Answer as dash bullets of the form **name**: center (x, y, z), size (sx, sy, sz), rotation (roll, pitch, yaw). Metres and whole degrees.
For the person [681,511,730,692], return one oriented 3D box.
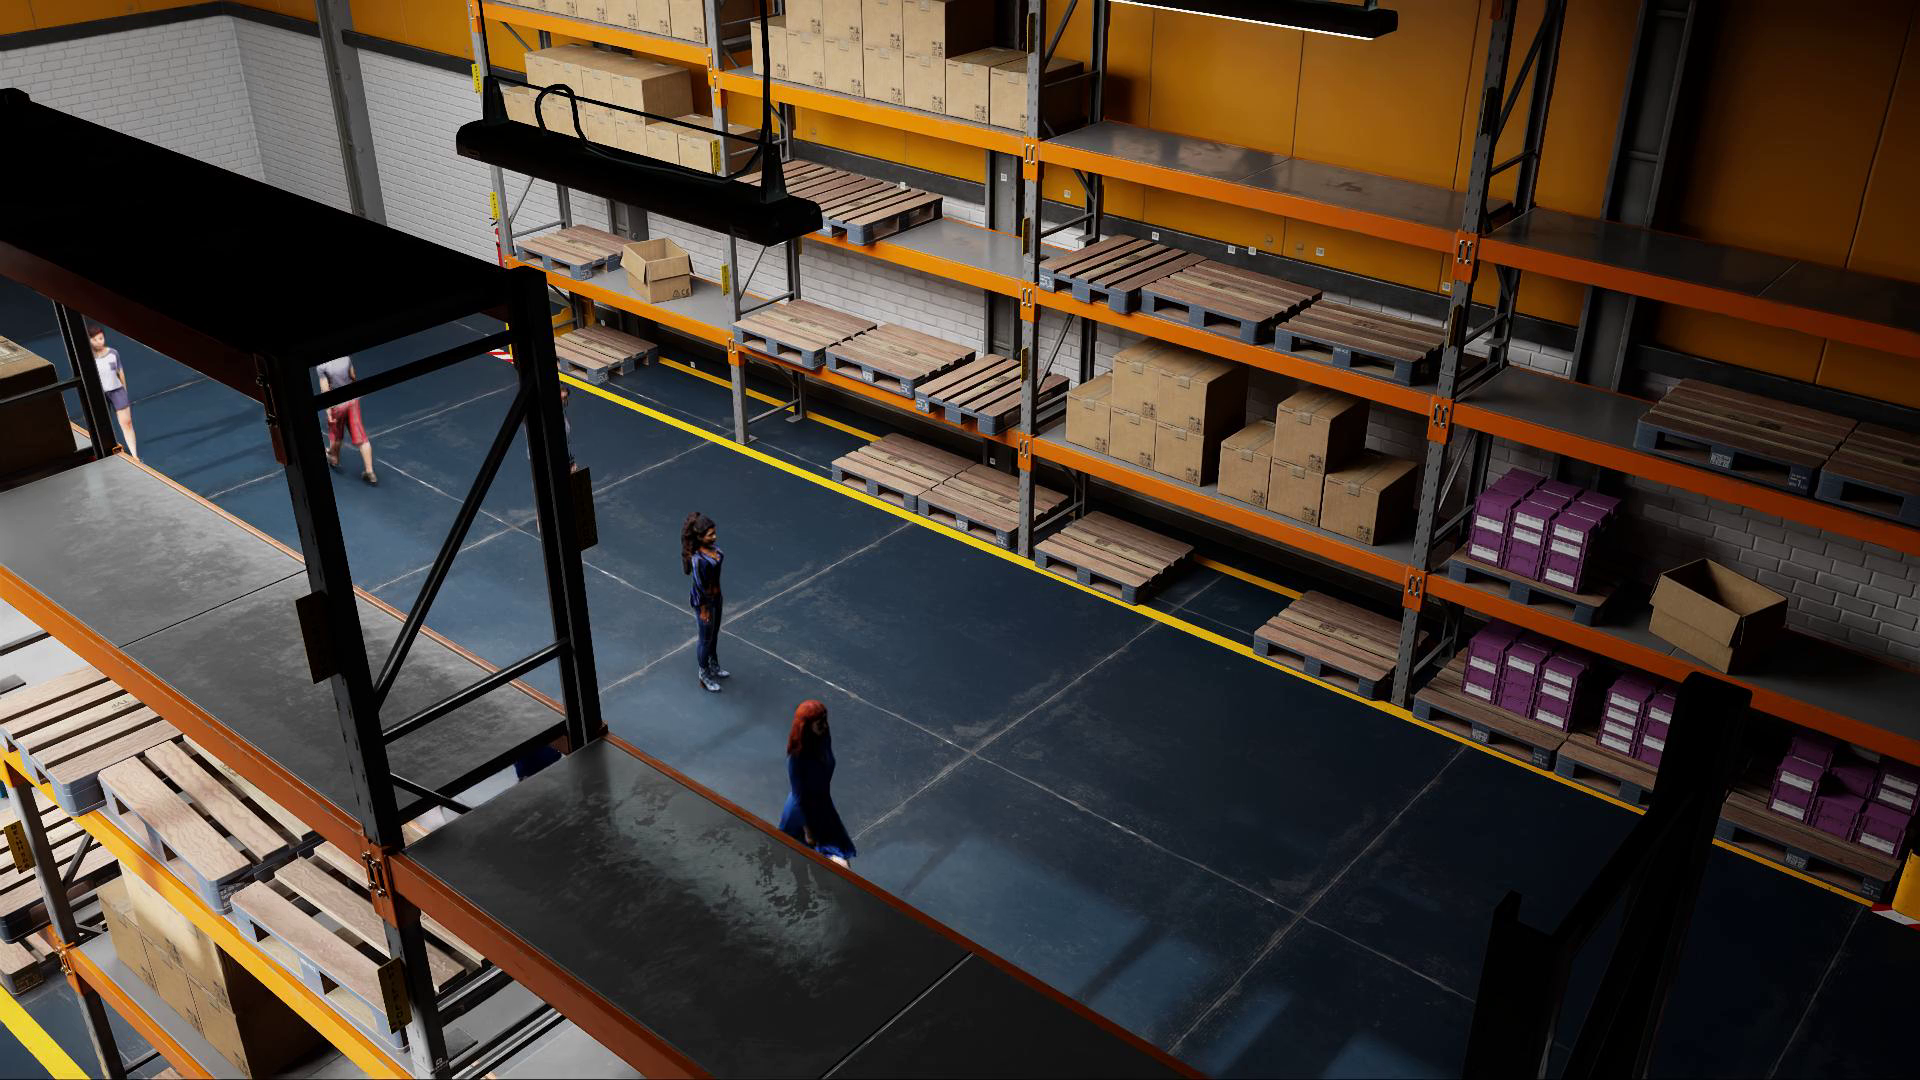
- **person**: center (-2.111, 0.503, 13.925), size (0.703, 1.618, 0.702), rotation (6, 29, 11)

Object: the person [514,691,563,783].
- **person**: center (-2.928, 1.803, 11.332), size (1.256, 1.820, 0.751), rotation (15, 32, 25)

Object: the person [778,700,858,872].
- **person**: center (-1.085, 1.860, 11.272), size (1.139, 1.777, 0.629), rotation (20, 34, 32)

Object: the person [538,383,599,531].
- **person**: center (-4.007, -0.787, 16.251), size (0.963, 1.657, 0.868), rotation (-1, 29, -2)

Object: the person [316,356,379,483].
- **person**: center (-6.376, -1.346, 17.327), size (0.680, 1.607, 1.143), rotation (-24, 37, -37)

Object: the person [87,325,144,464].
- **person**: center (-9.158, -1.571, 17.834), size (0.753, 1.518, 1.069), rotation (-18, 34, -30)
